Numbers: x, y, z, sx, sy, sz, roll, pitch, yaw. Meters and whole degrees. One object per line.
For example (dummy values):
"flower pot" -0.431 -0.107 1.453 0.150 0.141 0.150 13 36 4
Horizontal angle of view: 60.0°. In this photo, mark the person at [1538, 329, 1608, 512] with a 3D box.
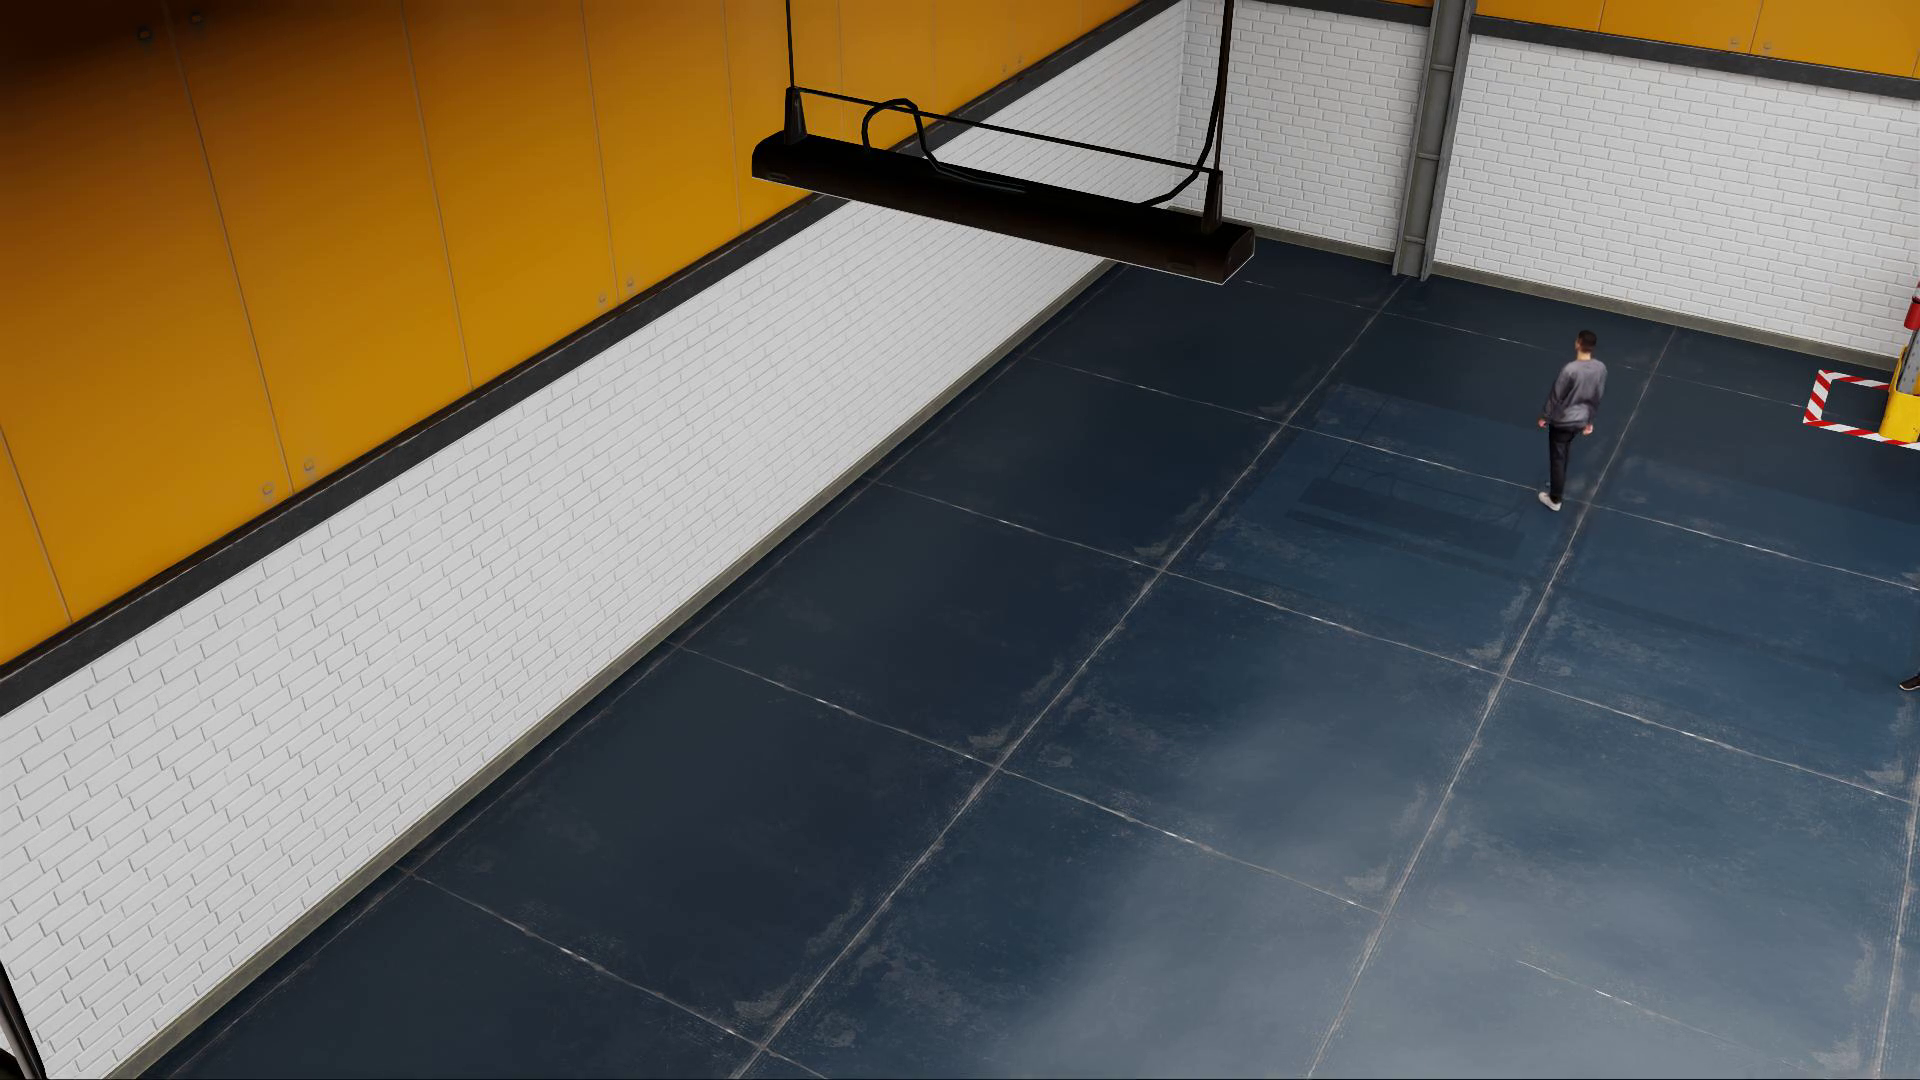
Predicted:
"person" 5.536 -1.042 15.005 0.774 1.749 0.831 -11 35 -16
